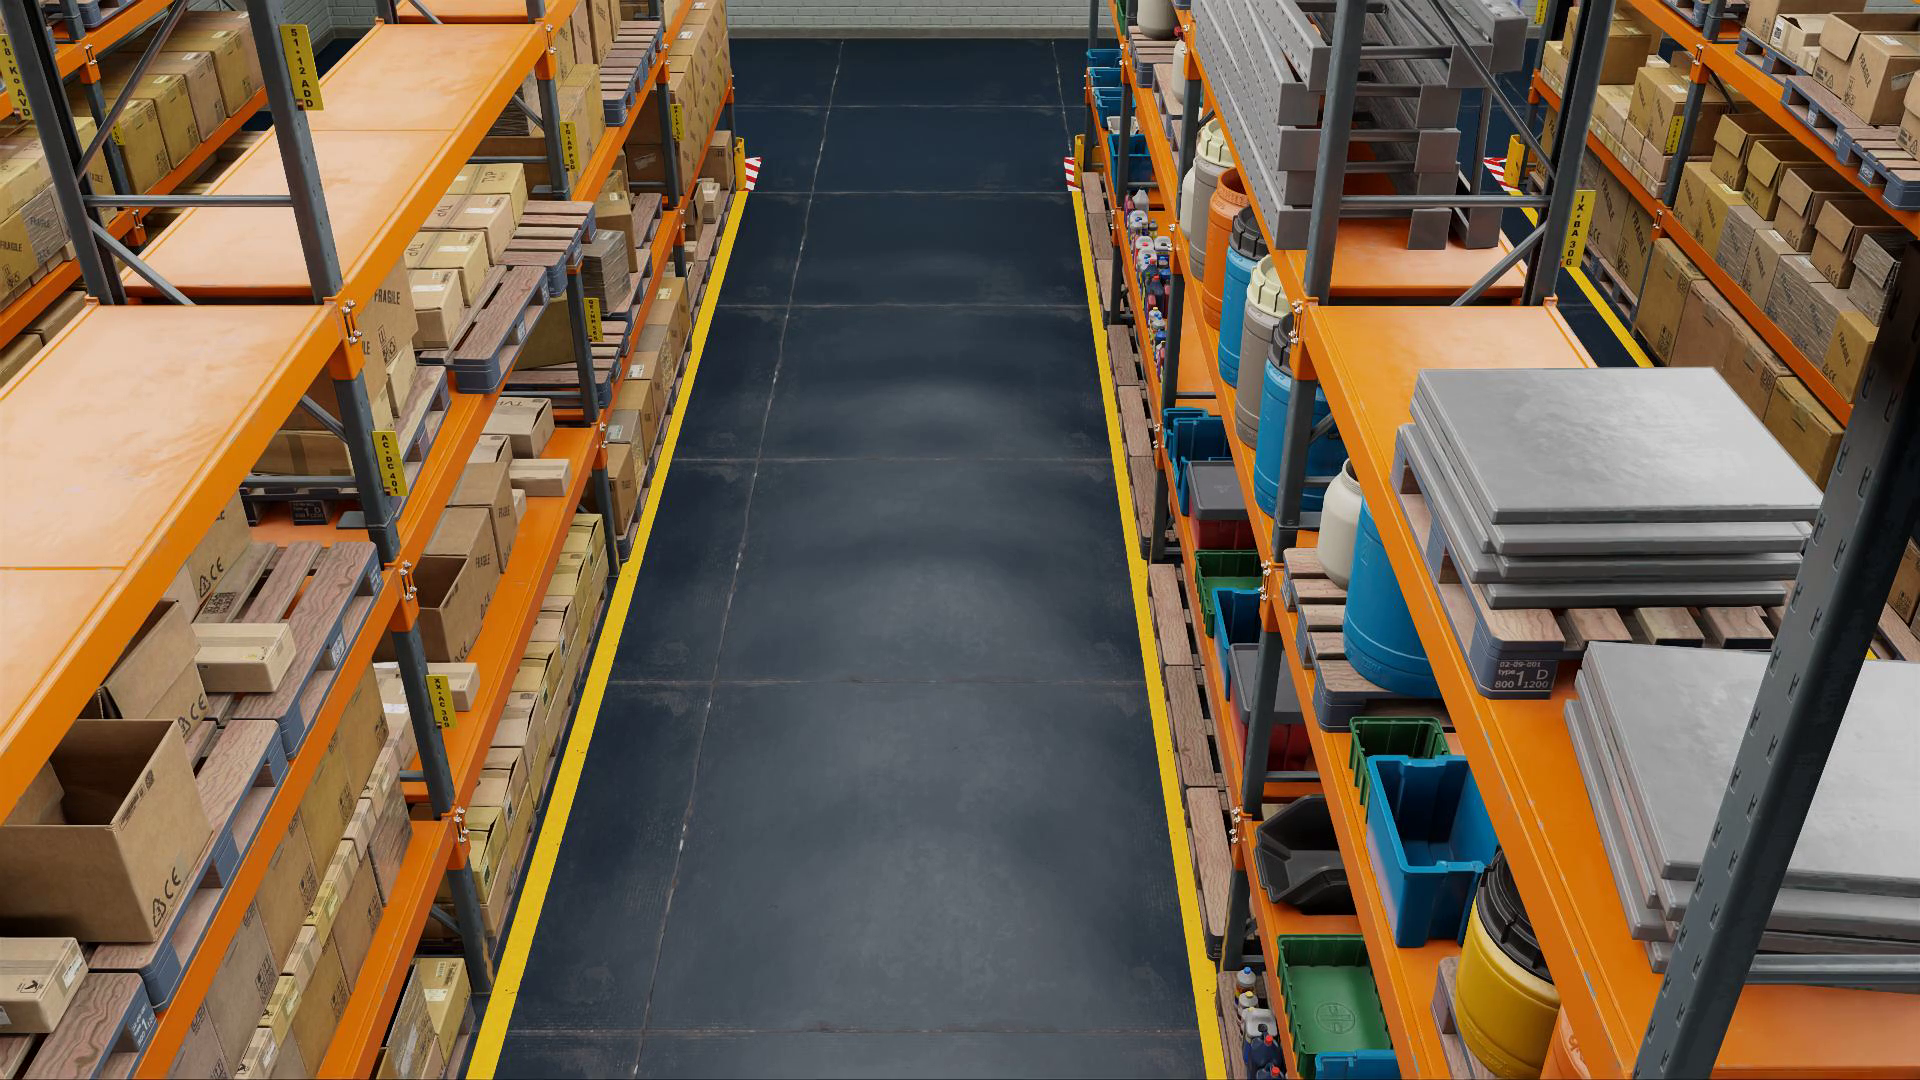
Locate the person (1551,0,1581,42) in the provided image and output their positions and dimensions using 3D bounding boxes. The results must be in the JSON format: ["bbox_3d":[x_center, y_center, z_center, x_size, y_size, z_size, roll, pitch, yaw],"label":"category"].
[{"bbox_3d":[7.933,-7.005,21.848,0.814,1.865,0.638,-10,34,-15],"label":"person"}]

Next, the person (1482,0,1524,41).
[{"bbox_3d":[7.161,-7.043,21.905,0.800,1.866,0.963,5,33,7],"label":"person"}]
